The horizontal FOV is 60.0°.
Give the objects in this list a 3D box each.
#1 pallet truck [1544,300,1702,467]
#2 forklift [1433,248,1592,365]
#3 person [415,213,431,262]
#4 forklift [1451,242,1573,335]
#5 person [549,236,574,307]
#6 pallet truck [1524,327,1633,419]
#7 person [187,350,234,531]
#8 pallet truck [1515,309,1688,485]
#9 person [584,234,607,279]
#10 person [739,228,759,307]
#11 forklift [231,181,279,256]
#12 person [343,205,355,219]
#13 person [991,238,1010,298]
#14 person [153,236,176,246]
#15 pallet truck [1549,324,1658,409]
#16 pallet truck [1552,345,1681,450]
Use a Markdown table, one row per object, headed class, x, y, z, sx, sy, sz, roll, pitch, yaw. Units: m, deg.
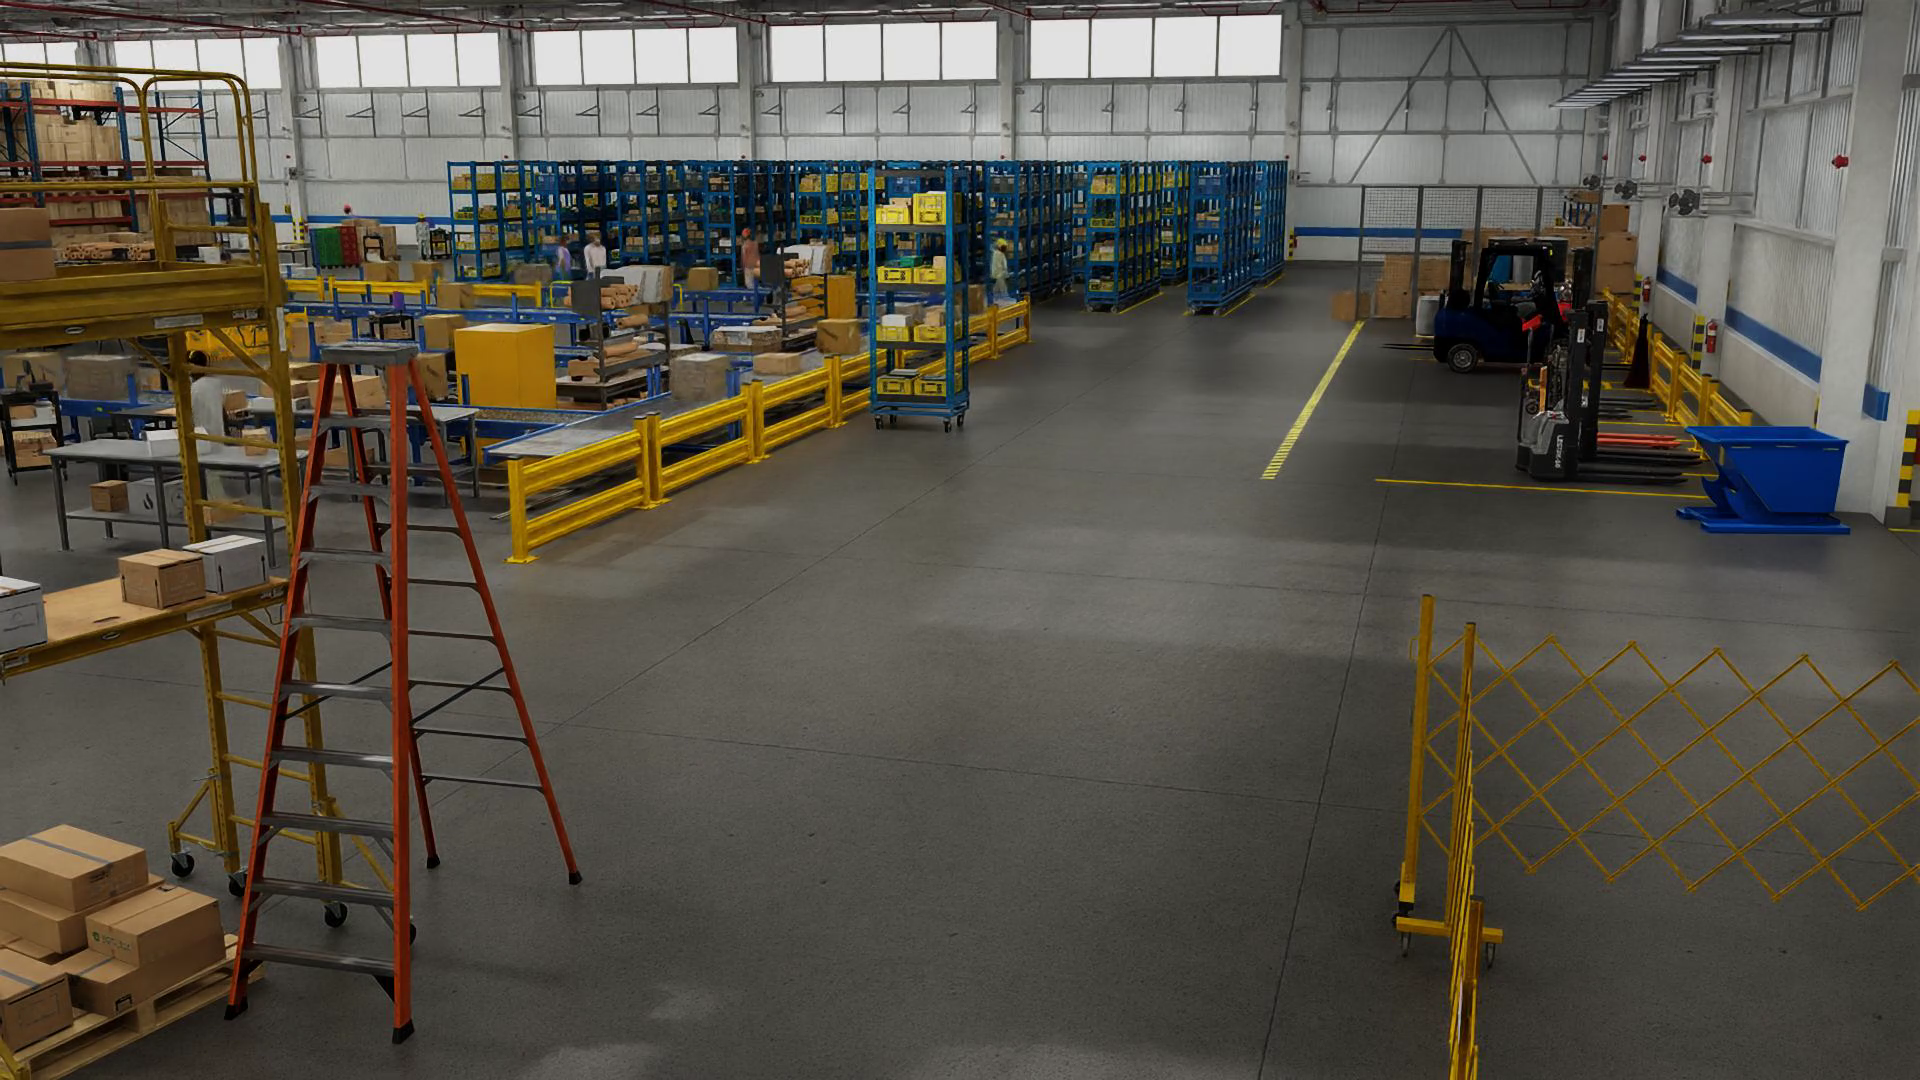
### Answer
| class | x | y | z | sx | sy | sz | roll | pitch | yaw |
| --- | --- | --- | --- | --- | --- | --- | --- | --- | --- |
| pallet truck | 8.263 | -1.952 | 20.631 | 1.885 | 1.965 | 0.823 | 5 | 14 | 20 |
| forklift | 9.780 | -4.111 | 29.280 | 2.680 | 1.987 | 1.157 | 3 | 13 | 14 |
| person | -19.120 | -10.753 | 59.231 | 0.485 | 1.734 | 0.348 | -7 | 15 | -28 |
| forklift | 10.464 | -4.597 | 31.405 | 2.680 | 1.987 | 1.157 | 4 | 14 | 16 |
| person | -9.855 | -6.654 | 41.386 | 0.830 | 1.826 | 0.580 | 1 | 13 | 3 |
| pallet truck | 9.065 | -2.460 | 24.370 | 1.522 | 1.261 | 0.704 | 3 | 13 | 14 |
| person | -7.694 | -0.996 | 16.820 | 0.671 | 1.847 | 0.556 | 3 | 13 | 13 |
| pallet truck | 7.554 | -1.677 | 19.446 | 1.885 | 1.965 | 0.823 | 3 | 13 | 14 |
| person | -8.970 | -6.656 | 41.259 | 0.647 | 1.852 | 0.997 | -11 | 17 | -39 |
| person | -5.324 | -6.862 | 41.872 | 0.434 | 1.980 | 0.646 | 8 | 15 | 31 |
| forklift | -26.012 | -11.677 | 60.711 | 1.129 | 2.768 | 1.873 | 4 | 14 | 16 |
| person | -23.193 | -11.867 | 63.663 | 0.737 | 1.907 | 0.577 | 0 | 13 | 0 |
| person | 1.083 | -6.393 | 40.253 | 0.890 | 1.788 | 0.626 | 3 | 13 | 14 |
| person | -24.568 | -9.040 | 51.387 | 0.637 | 1.938 | 0.413 | -6 | 14 | -26 |
| pallet truck | 9.824 | -2.669 | 25.407 | 1.601 | 1.201 | 0.680 | 4 | 14 | 16 |
| pallet truck | 8.641 | -1.896 | 21.908 | 1.630 | 1.274 | 0.653 | 4 | 14 | 16 |
